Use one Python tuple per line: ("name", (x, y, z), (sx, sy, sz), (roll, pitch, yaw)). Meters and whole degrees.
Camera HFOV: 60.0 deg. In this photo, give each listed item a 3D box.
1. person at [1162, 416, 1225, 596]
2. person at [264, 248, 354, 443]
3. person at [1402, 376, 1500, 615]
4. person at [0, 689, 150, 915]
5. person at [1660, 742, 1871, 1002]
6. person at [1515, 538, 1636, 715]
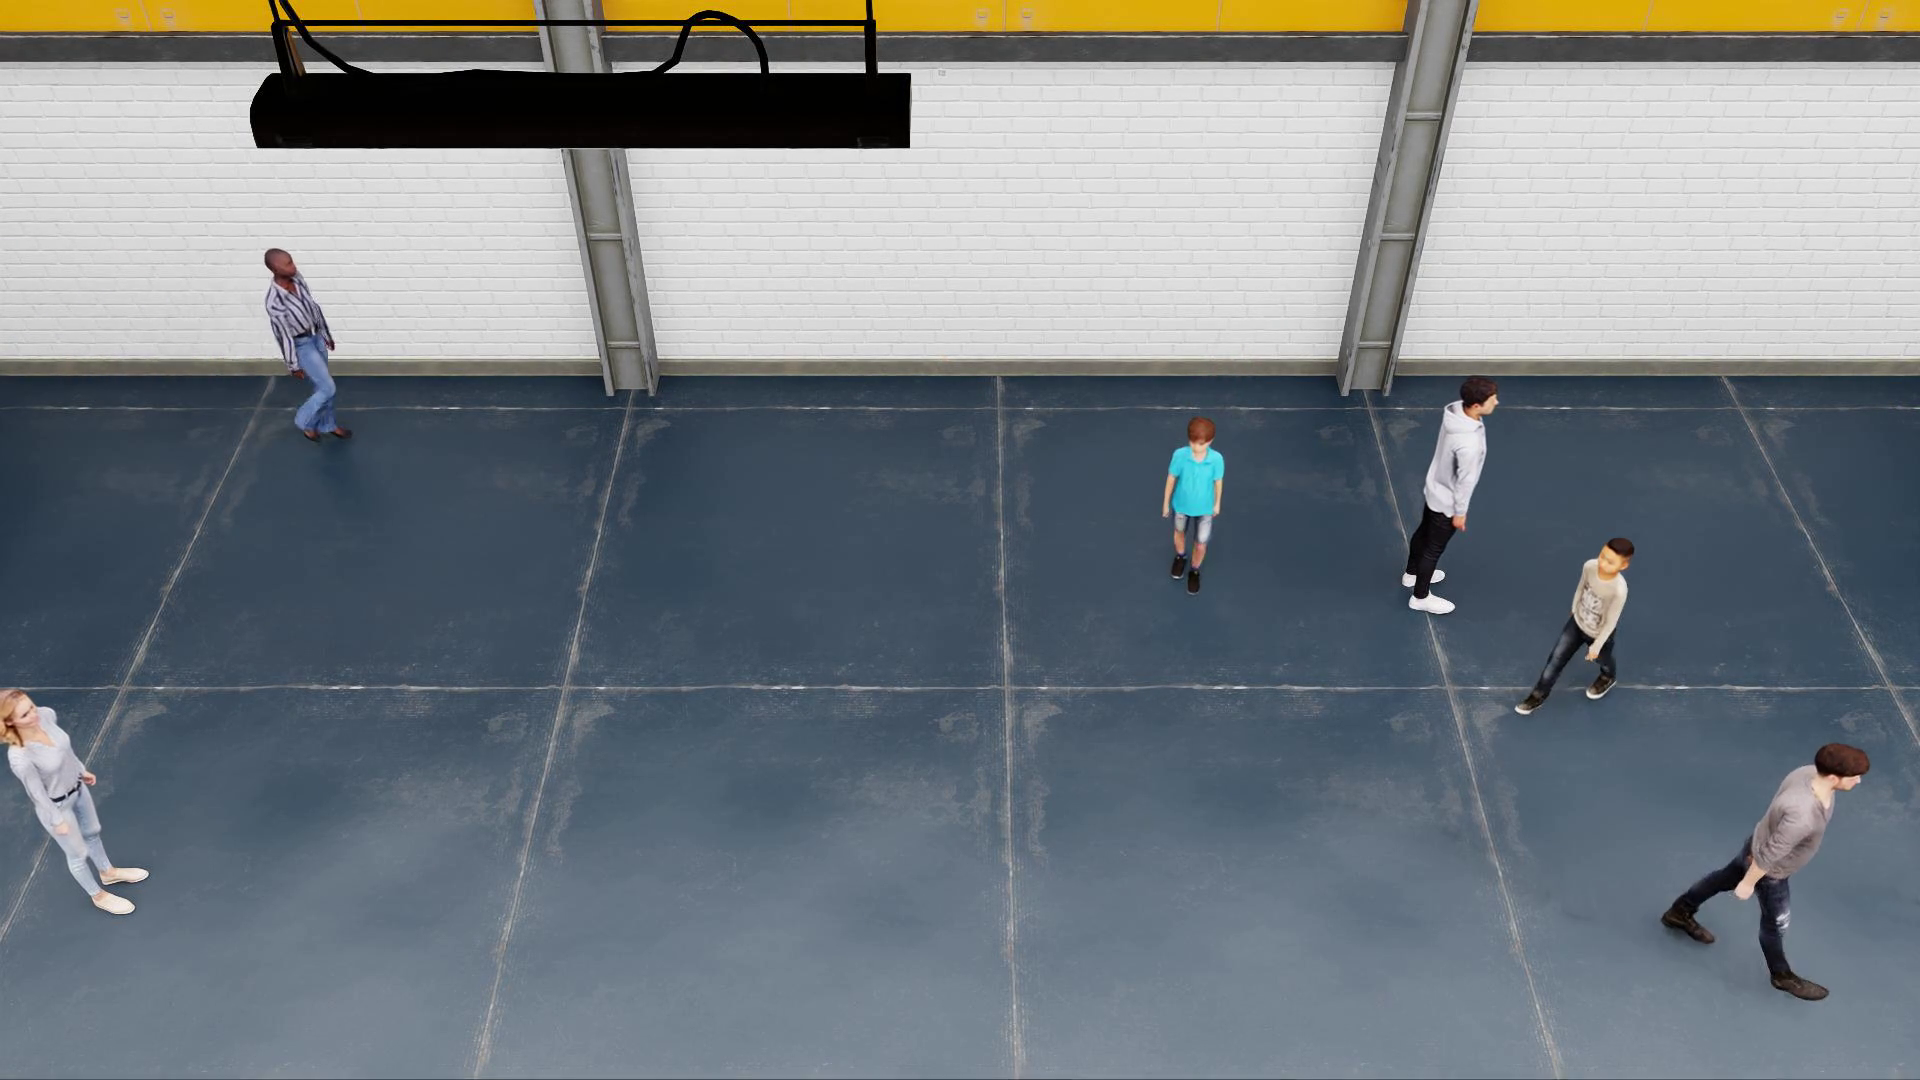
("person", (1.645, -0.319, 11.629), (0.626, 1.437, 0.678), (10, 45, 11))
("person", (-5.026, -1.440, 12.555), (0.646, 1.784, 0.636), (1, 44, 1))
("person", (3.305, -0.329, 11.284), (0.569, 1.929, 0.663), (1, 44, 1))
("person", (-5.111, 1.474, 9.487), (0.492, 1.796, 0.586), (1, 44, 1))
("person", (4.373, 1.723, 9.177), (1.279, 1.863, 1.095), (23, 48, 23))
("person", (4.144, 0.541, 10.728), (1.087, 1.434, 0.891), (-22, 48, -21))
